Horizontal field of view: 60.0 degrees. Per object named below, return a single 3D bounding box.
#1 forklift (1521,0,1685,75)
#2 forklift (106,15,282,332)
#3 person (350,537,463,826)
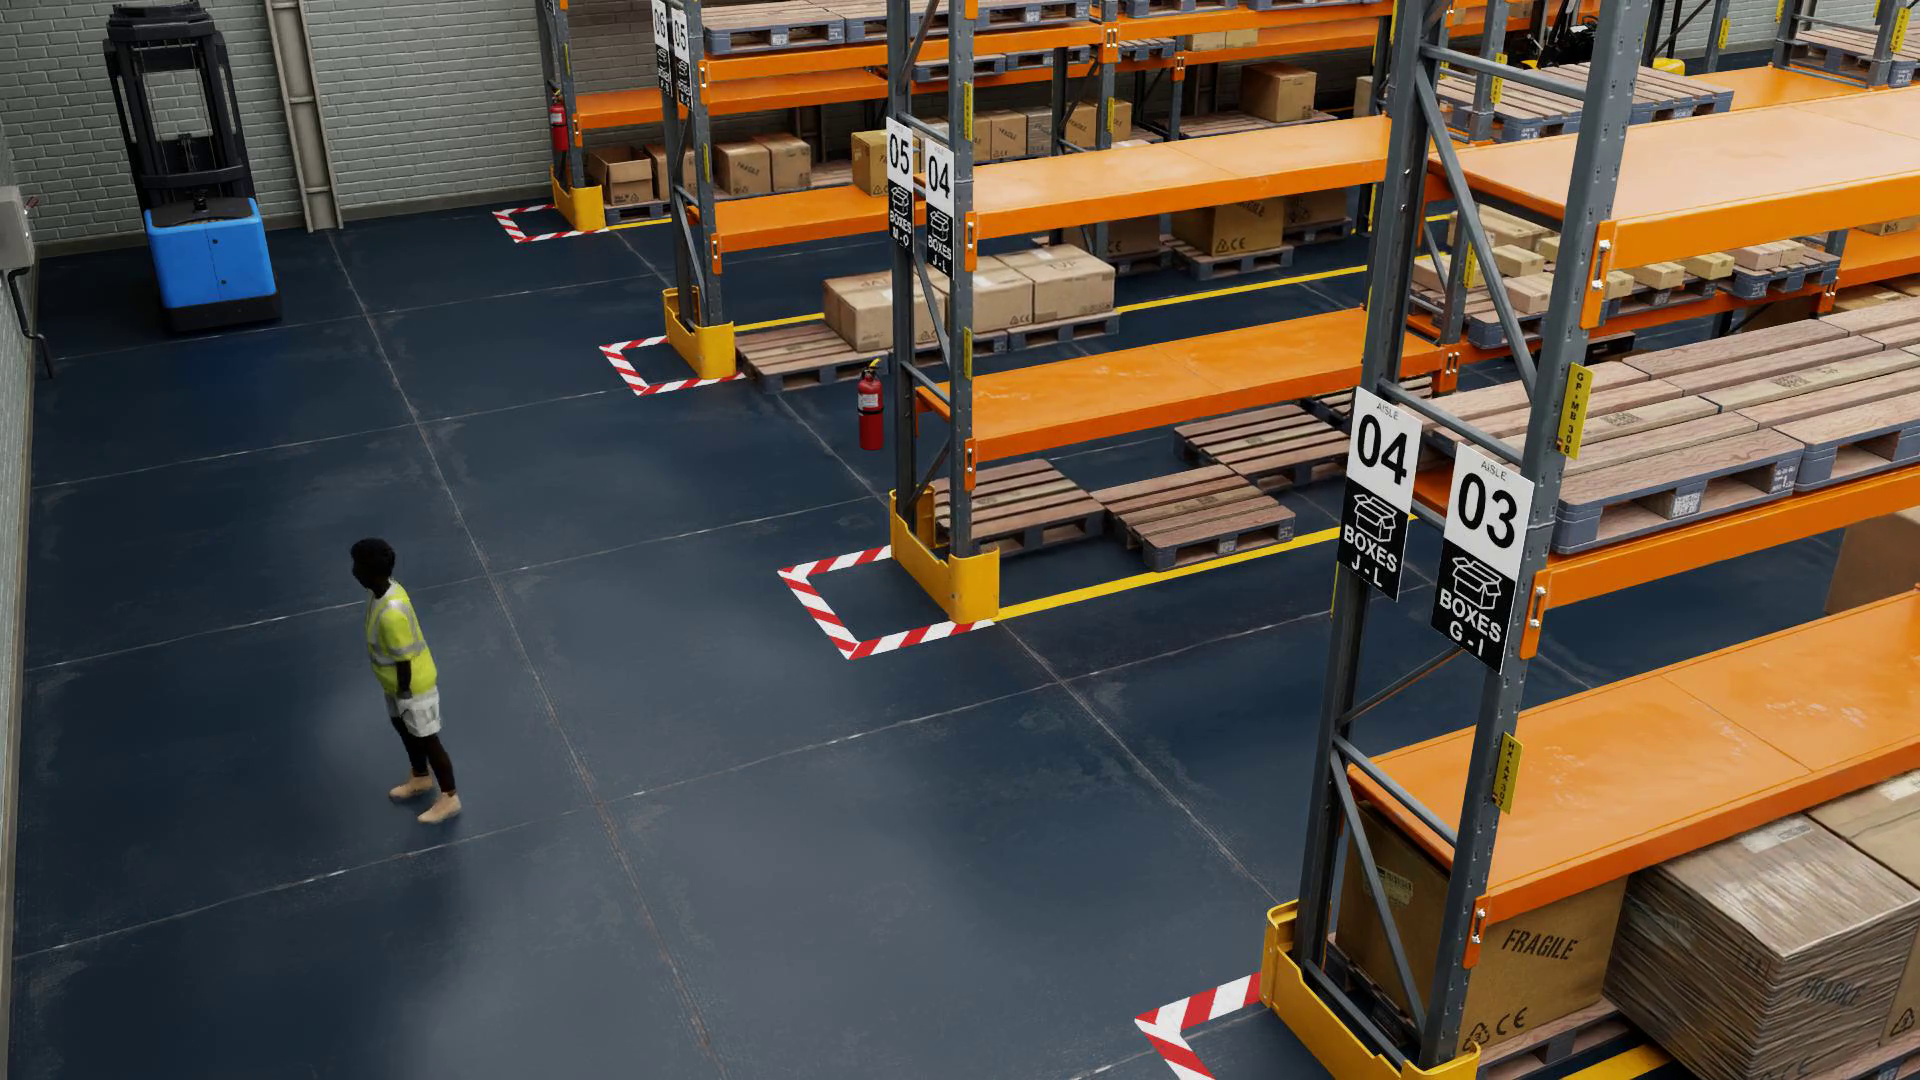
[{"bbox_3d":[8.950,-6.807,23.056,1.214,2.155,2.313,-12,30,-22],"label":"forklift"},{"bbox_3d":[-7.548,-3.672,16.323,1.129,2.768,1.873,-12,30,-22],"label":"forklift"},{"bbox_3d":[-3.037,0.767,9.102,0.340,1.676,0.561,-14,31,-25],"label":"person"}]
